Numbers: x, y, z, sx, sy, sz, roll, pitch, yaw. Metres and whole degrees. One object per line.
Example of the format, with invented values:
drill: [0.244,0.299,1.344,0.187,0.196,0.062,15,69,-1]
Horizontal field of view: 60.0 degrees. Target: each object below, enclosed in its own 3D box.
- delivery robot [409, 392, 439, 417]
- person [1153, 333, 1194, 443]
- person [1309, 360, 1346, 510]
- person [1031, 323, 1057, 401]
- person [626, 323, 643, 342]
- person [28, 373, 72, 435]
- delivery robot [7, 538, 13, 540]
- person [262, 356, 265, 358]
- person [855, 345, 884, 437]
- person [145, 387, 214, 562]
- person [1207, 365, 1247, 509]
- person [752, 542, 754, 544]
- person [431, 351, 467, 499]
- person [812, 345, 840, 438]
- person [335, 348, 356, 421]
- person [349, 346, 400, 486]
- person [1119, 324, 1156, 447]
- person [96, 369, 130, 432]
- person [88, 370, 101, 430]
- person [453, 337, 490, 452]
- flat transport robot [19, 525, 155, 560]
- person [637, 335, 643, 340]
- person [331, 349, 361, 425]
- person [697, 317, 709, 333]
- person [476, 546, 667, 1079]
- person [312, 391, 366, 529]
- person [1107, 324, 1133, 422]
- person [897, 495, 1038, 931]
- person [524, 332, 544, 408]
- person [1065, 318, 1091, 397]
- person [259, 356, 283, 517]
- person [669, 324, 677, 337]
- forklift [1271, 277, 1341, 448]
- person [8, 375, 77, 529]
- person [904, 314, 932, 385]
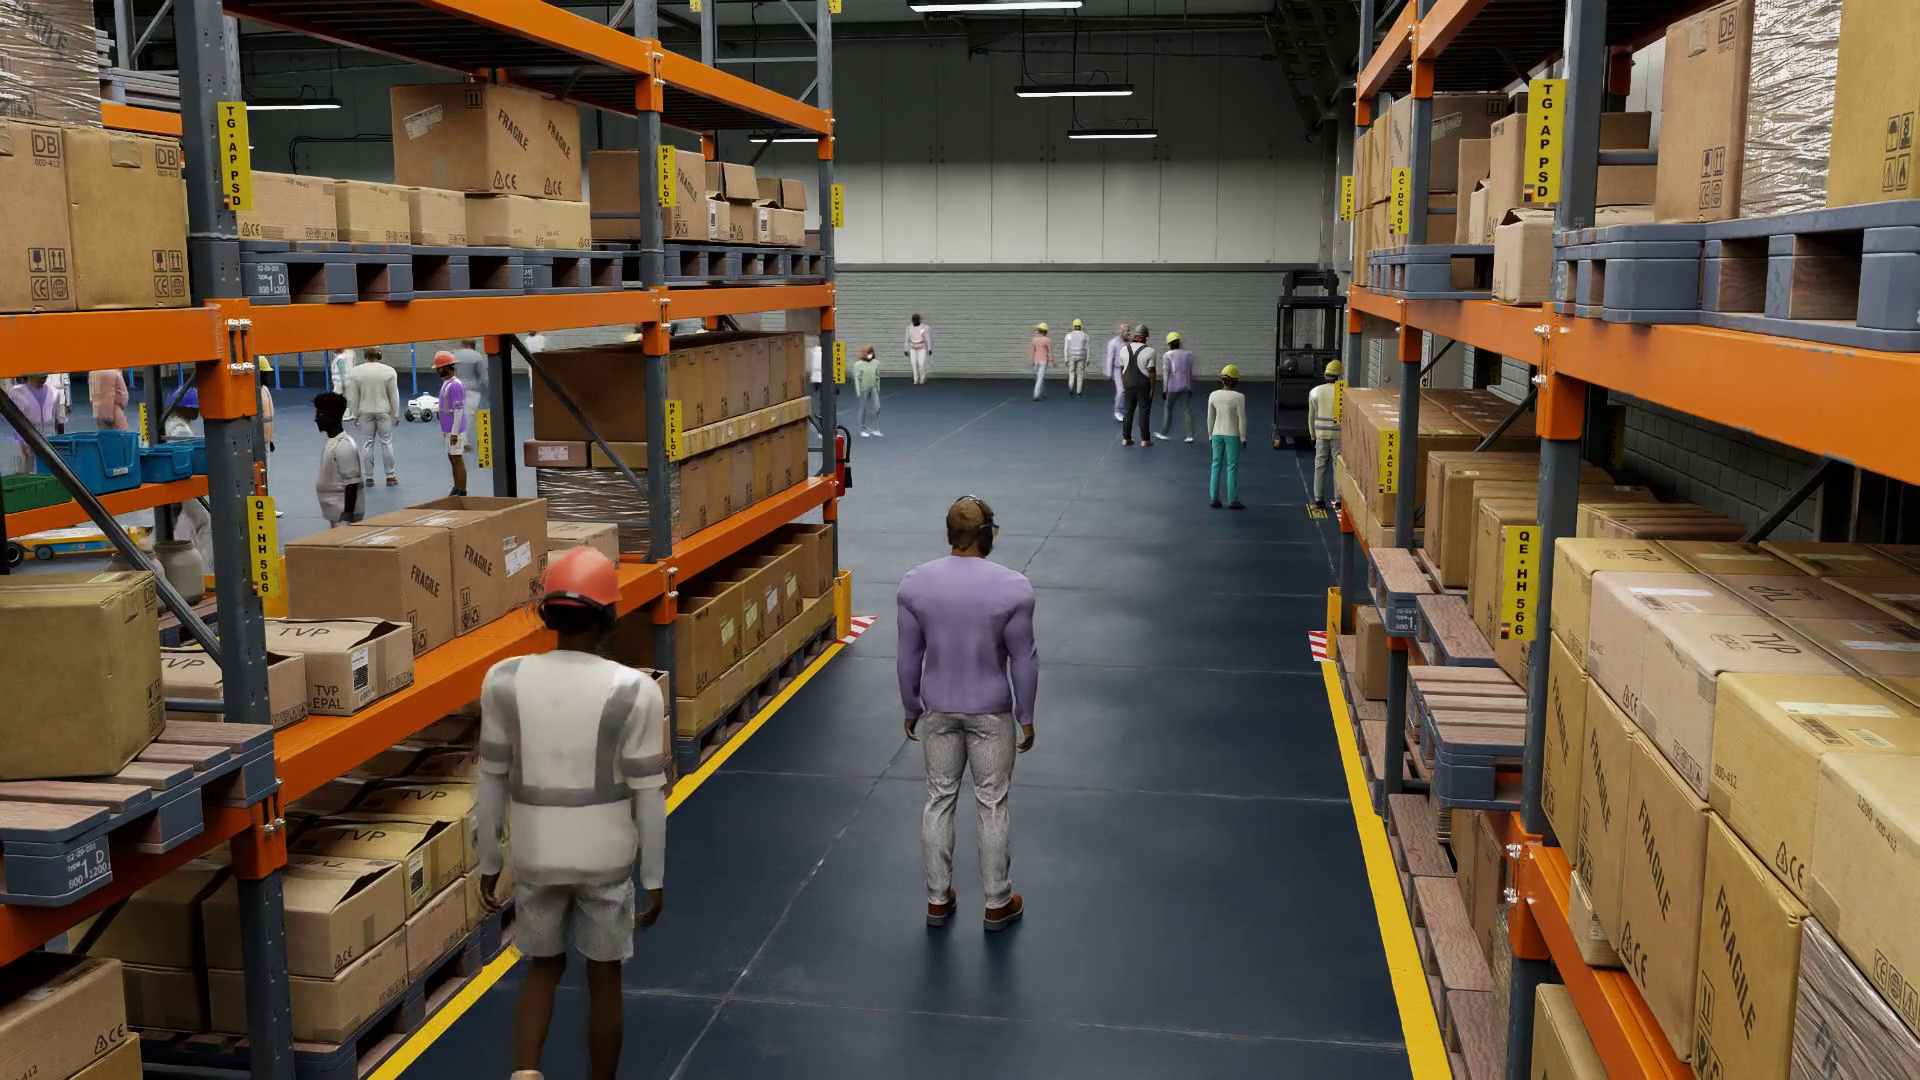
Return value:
delivery robot: [-10.439,-2.647,32.553,0.477,0.478,0.707,5,10,26]
person: [3.684,-2.598,28.385,0.696,1.857,0.978,-5,10,-28]
person: [4.575,-1.291,20.421,0.592,1.833,0.404,6,11,34]
person: [1.918,-4.025,37.615,0.540,1.729,0.864,9,13,43]
person: [-6.998,-3.863,36.446,0.622,1.791,1.004,6,11,33]
person: [-13.558,-2.055,24.808,0.551,1.936,0.356,-9,13,-42]
delivery robot: [-9.719,-0.019,16.348,0.477,0.478,0.707,5,11,28]
person: [-13.346,-3.083,31.252,0.642,1.906,0.410,-1,9,-7]
person: [-1.569,-2.599,29.139,0.538,1.609,0.648,-6,11,-32]
person: [-7.040,-0.466,15.181,1.054,1.872,0.637,-7,12,-39]
person: [3.310,-1.278,20.546,0.533,1.767,0.327,8,12,40]
person: [-1.886,-0.185,13.933,0.899,1.717,0.538,2,9,11]
person: [-6.347,-1.384,20.701,0.374,1.928,0.543,-5,10,-27]
person: [-2.339,-2.748,29.187,0.473,1.898,0.638,-6,11,-34]
person: [-11.980,-3.145,32.452,0.308,1.639,0.511,4,10,21]
person: [-7.970,-1.713,22.696,0.636,1.939,0.364,-2,9,-12]
person: [3.024,-2.588,27.912,0.676,2.000,0.536,6,11,34]
person: [-11.821,-1.772,23.277,0.673,1.868,0.679,-6,11,-35]
person: [-13.350,-2.225,25.858,0.545,1.938,0.359,4,10,25]
person: [-7.890,-2.414,27.139,0.647,1.892,0.968,5,10,28]
flat transport robot: [-9.149,0.017,17.282,1.431,0.197,0.652,-5,10,-27]
person: [-5.095,-2.370,26.919,0.579,1.882,0.342,-8,12,-40]
person: [-11.607,-2.941,31.294,0.803,1.606,0.526,-4,10,-23]
person: [-5.864,-4.238,38.498,0.517,1.865,0.334,2,9,10]
person: [-1.270,1.043,5.404,0.648,2.033,0.615,1,9,4]
person: [-4.974,-0.217,13.385,0.369,1.965,0.609,-5,10,-27]
person: [3.187,-3.217,32.102,0.676,1.889,0.463,-6,11,-33]
person: [0.037,0.766,7.410,0.635,1.936,0.354,3,10,15]
person: [-9.077,-3.773,35.693,0.538,1.842,0.578,3,10,15]
person: [2.740,-4.228,38.611,0.595,1.817,0.481,2,9,12]
person: [-8.243,-1.207,19.607,0.377,1.928,0.585,0,9,-3]
person: [-6.915,-4.422,40.305,0.545,1.628,0.881,9,13,44]
forklift: [5.847,-3.016,27.970,1.129,2.768,1.873,1,9,9]
person: [-10.533,-1.126,18.959,1.074,1.996,0.609,7,11,36]
person: [-1.094,-4.861,42.507,0.698,1.817,0.659,2,9,14]
